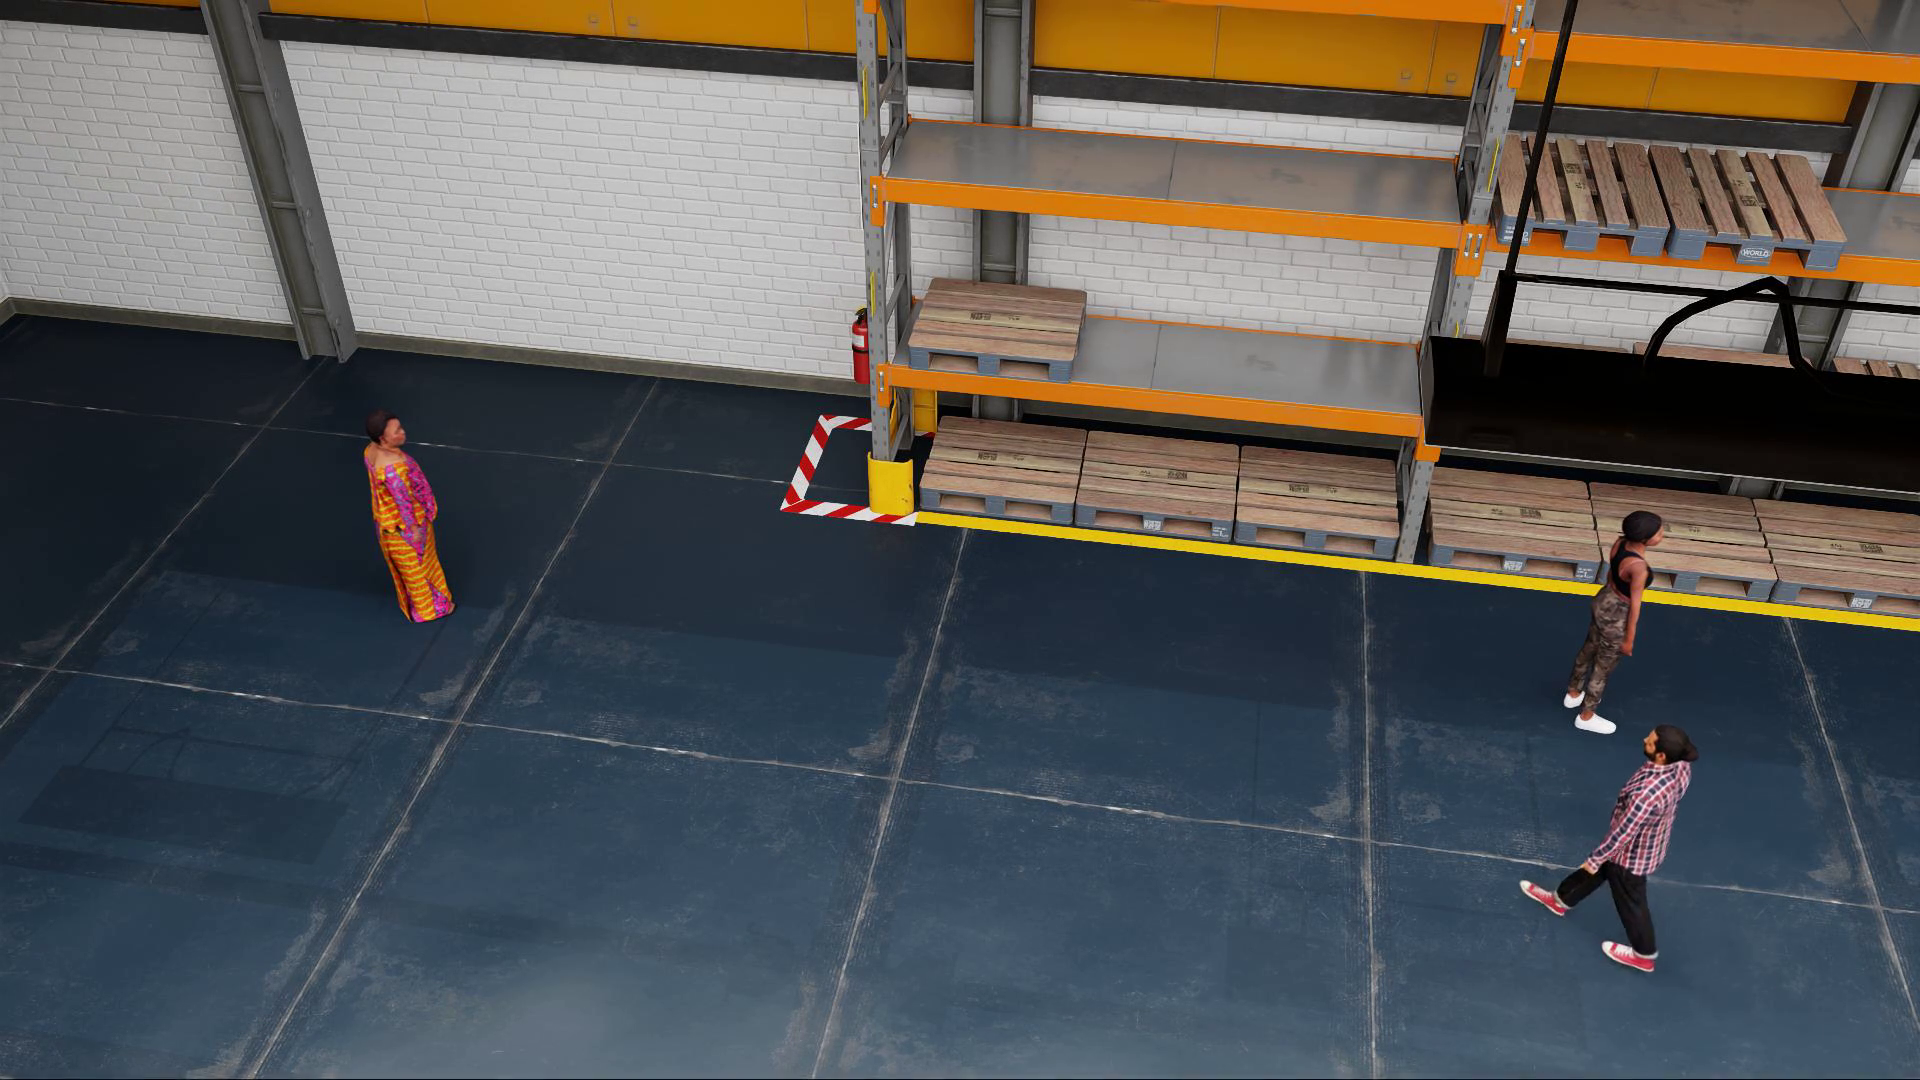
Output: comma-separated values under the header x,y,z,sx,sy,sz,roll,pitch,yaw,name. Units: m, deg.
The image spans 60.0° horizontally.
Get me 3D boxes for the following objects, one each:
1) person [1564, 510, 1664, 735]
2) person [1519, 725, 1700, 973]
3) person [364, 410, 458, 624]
x,y,z,sx,sy,sz,roll,pitch,yaw,name
4.199,0.500,10.691,0.583,1.700,0.609,0,39,1,person
3.769,1.722,9.146,1.212,1.718,1.024,25,45,28,person
-3.867,-0.198,11.576,0.837,1.686,0.779,-22,44,-25,person
